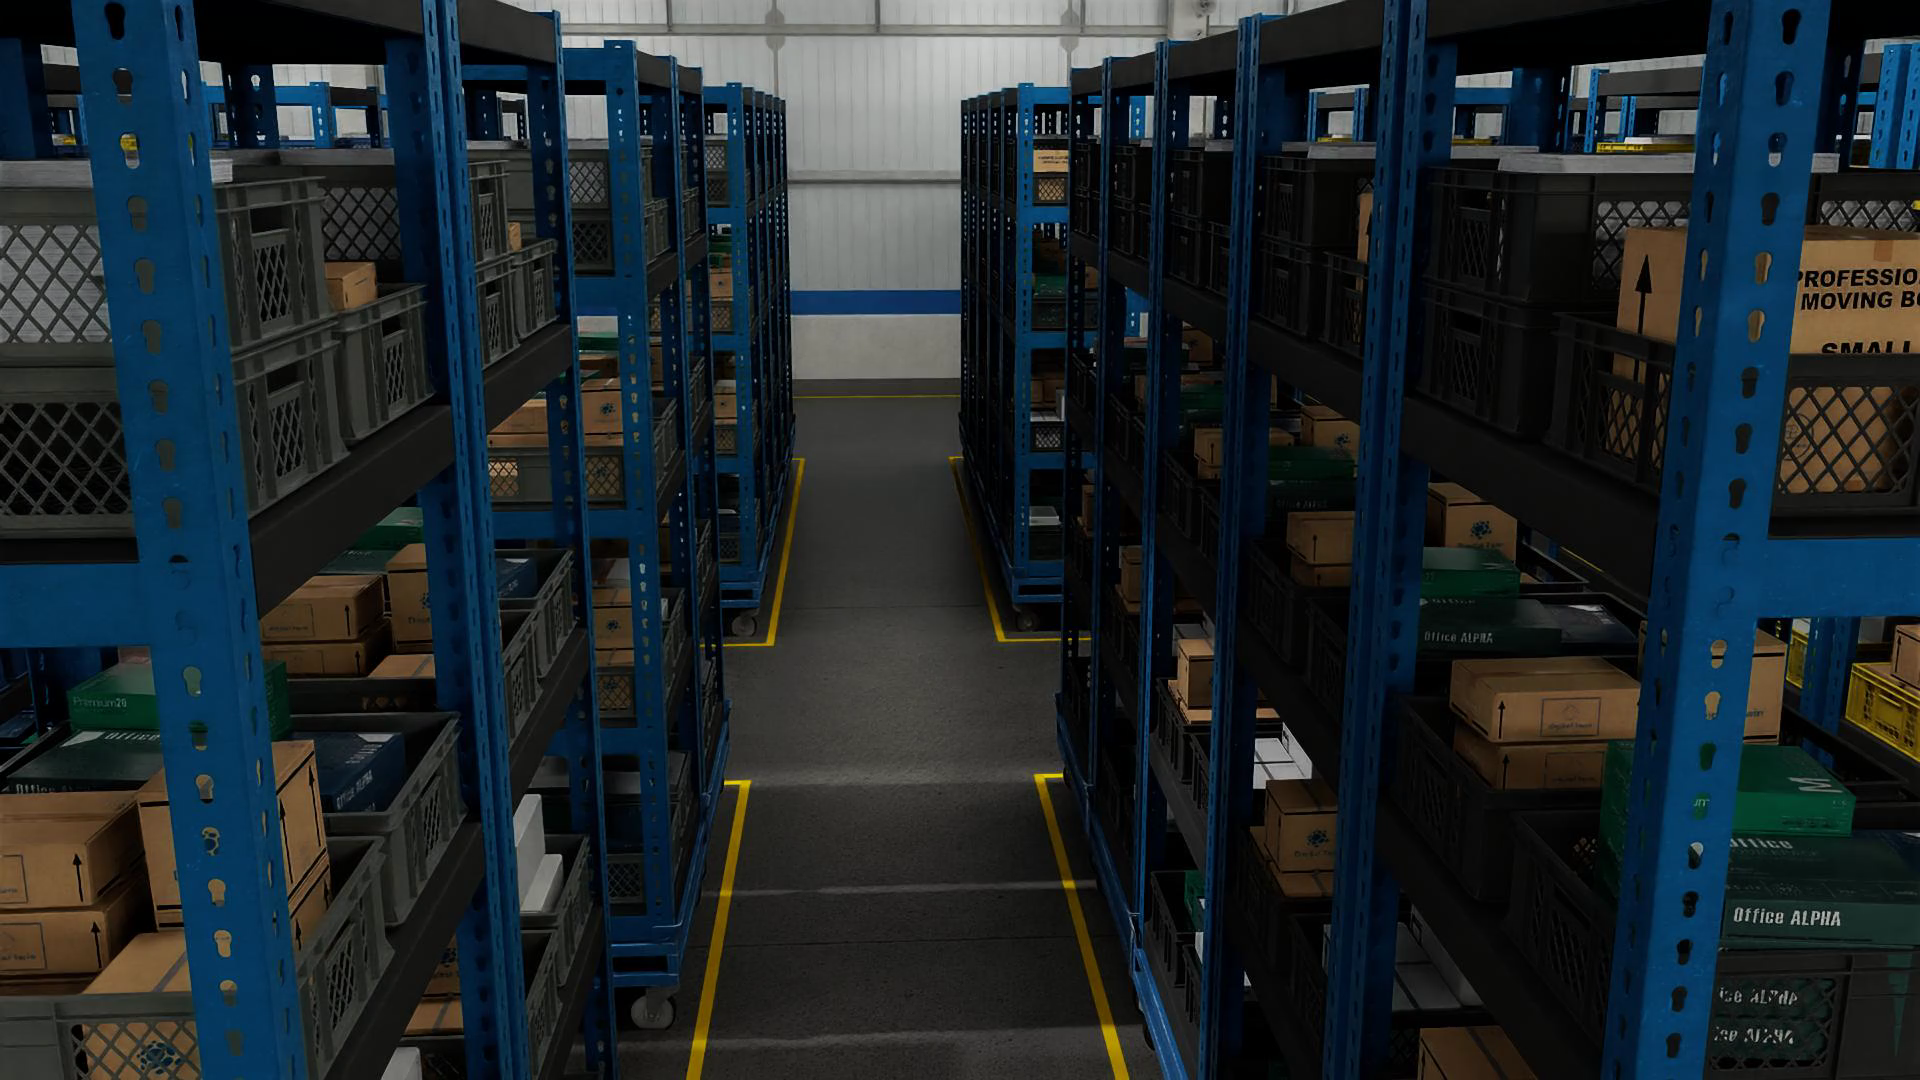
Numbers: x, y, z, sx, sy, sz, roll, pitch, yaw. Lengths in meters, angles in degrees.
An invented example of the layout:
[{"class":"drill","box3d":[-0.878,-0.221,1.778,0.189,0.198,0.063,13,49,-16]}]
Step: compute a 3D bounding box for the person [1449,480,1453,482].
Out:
[{"class":"person","box3d":[4.053,-0.935,13.441,0.393,1.985,0.611,-6,15,-24]}]
